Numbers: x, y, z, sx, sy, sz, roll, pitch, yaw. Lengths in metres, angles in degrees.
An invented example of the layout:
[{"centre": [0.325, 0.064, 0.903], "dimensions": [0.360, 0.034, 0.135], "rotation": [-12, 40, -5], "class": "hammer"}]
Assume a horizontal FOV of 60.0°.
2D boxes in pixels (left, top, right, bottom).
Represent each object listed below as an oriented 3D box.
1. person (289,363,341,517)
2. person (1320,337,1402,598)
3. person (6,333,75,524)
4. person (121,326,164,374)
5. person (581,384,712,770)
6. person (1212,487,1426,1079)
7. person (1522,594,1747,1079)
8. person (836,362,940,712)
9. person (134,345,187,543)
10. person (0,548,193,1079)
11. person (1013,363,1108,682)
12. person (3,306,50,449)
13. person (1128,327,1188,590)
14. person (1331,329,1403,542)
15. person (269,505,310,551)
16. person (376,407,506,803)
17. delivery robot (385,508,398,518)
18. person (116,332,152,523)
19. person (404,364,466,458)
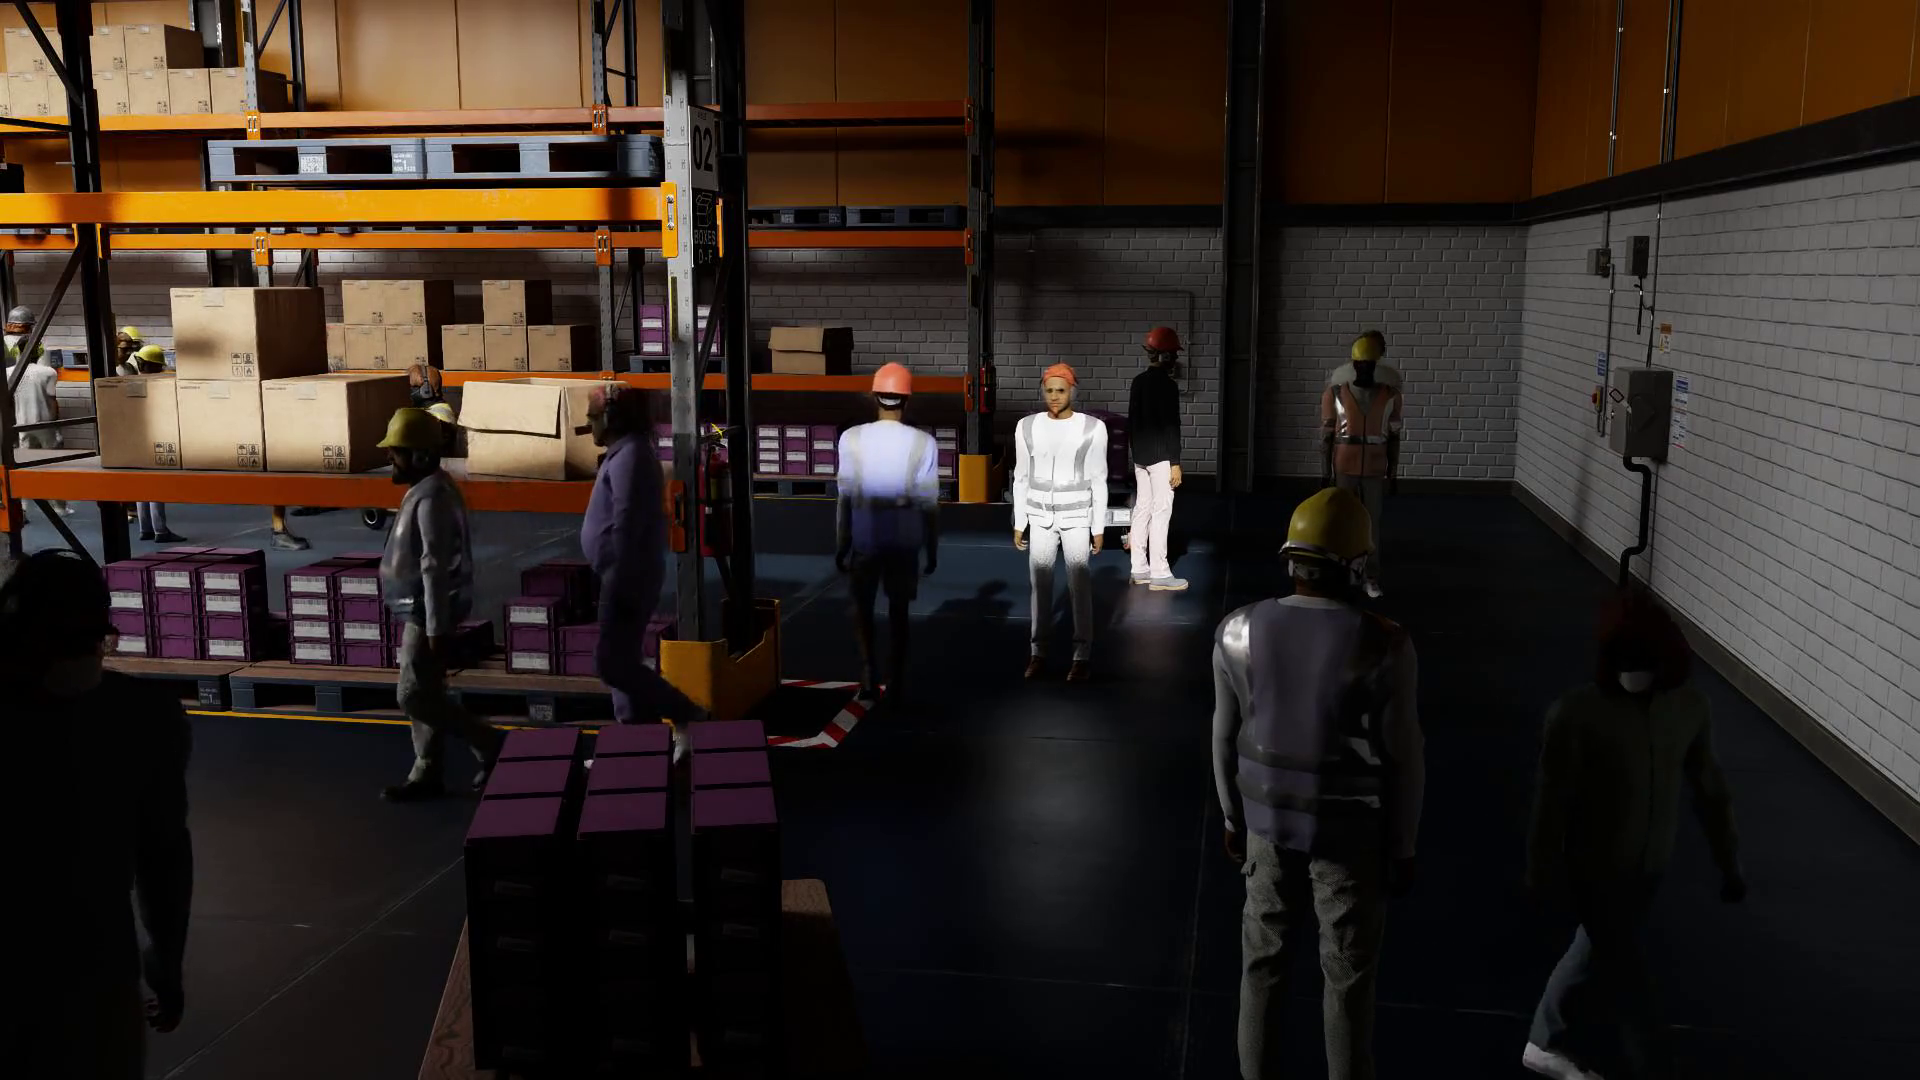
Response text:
[{"centre": [-6.479, -1.190, 16.453], "dimensions": [0.588, 1.903, 0.723], "rotation": [9, 13, 43], "class": "person"}, {"centre": [2.961, -0.529, 12.308], "dimensions": [0.587, 1.930, 0.360], "rotation": [1, 9, 4], "class": "person"}, {"centre": [-8.920, -1.080, 16.044], "dimensions": [0.549, 1.835, 0.878], "rotation": [-1, 9, -7], "class": "person"}, {"centre": [-8.981, -1.417, 18.158], "dimensions": [0.404, 1.830, 0.604], "rotation": [8, 12, 41], "class": "person"}, {"centre": [-1.540, 0.195, 7.959], "dimensions": [0.523, 1.883, 0.664], "rotation": [-1, 9, -9], "class": "person"}, {"centre": [0.986, 0.766, 4.576], "dimensions": [0.592, 1.833, 0.404], "rotation": [6, 11, 33], "class": "person"}, {"centre": [1.844, 0.902, 4.537], "dimensions": [0.601, 1.562, 0.880], "rotation": [-4, 10, -21], "class": "person"}, {"centre": [-0.388, -0.008, 9.091], "dimensions": [0.564, 1.921, 0.401], "rotation": [0, 9, 2], "class": "person"}, {"centre": [-7.197, -0.854, 14.862], "dimensions": [0.524, 1.760, 0.326], "rotation": [7, 12, 38], "class": "person"}, {"centre": [-1.867, 0.939, 3.395], "dimensions": [0.642, 1.873, 1.030], "rotation": [-6, 11, -31], "class": "person"}, {"centre": [0.590, -0.102, 9.828], "dimensions": [0.577, 1.880, 0.351], "rotation": [3, 10, 20], "class": "person"}, {"centre": [-10.322, -1.571, 18.431], "dimensions": [0.684, 2.000, 0.535], "rotation": [1, 9, 8], "class": "person"}, {"centre": [1.512, -0.619, 12.665], "dimensions": [0.389, 1.992, 0.625], "rotation": [-4, 10, -24], "class": "person"}, {"centre": [3.513, -0.873, 14.489], "dimensions": [0.631, 1.917, 0.864], "rotation": [4, 10, 25], "class": "person"}, {"centre": [-5.864, -0.877, 14.447], "dimensions": [0.373, 1.934, 0.551], "rotation": [-4, 10, -24], "class": "person"}, {"centre": [-2.351, 0.302, 7.493], "dimensions": [0.528, 1.815, 0.599], "rotation": [-3, 10, -16], "class": "person"}, {"centre": [-5.175, -0.420, 15.594], "dimensions": [0.707, 0.478, 0.477], "rotation": [4, 10, 24], "class": "delivery robot"}, {"centre": [-8.061, -1.083, 16.026], "dimensions": [0.344, 1.840, 0.505], "rotation": [3, 10, 16], "class": "person"}, {"centre": [-3.369, -0.211, 10.659], "dimensions": [0.430, 1.835, 0.622], "rotation": [-3, 10, -21], "class": "person"}]
